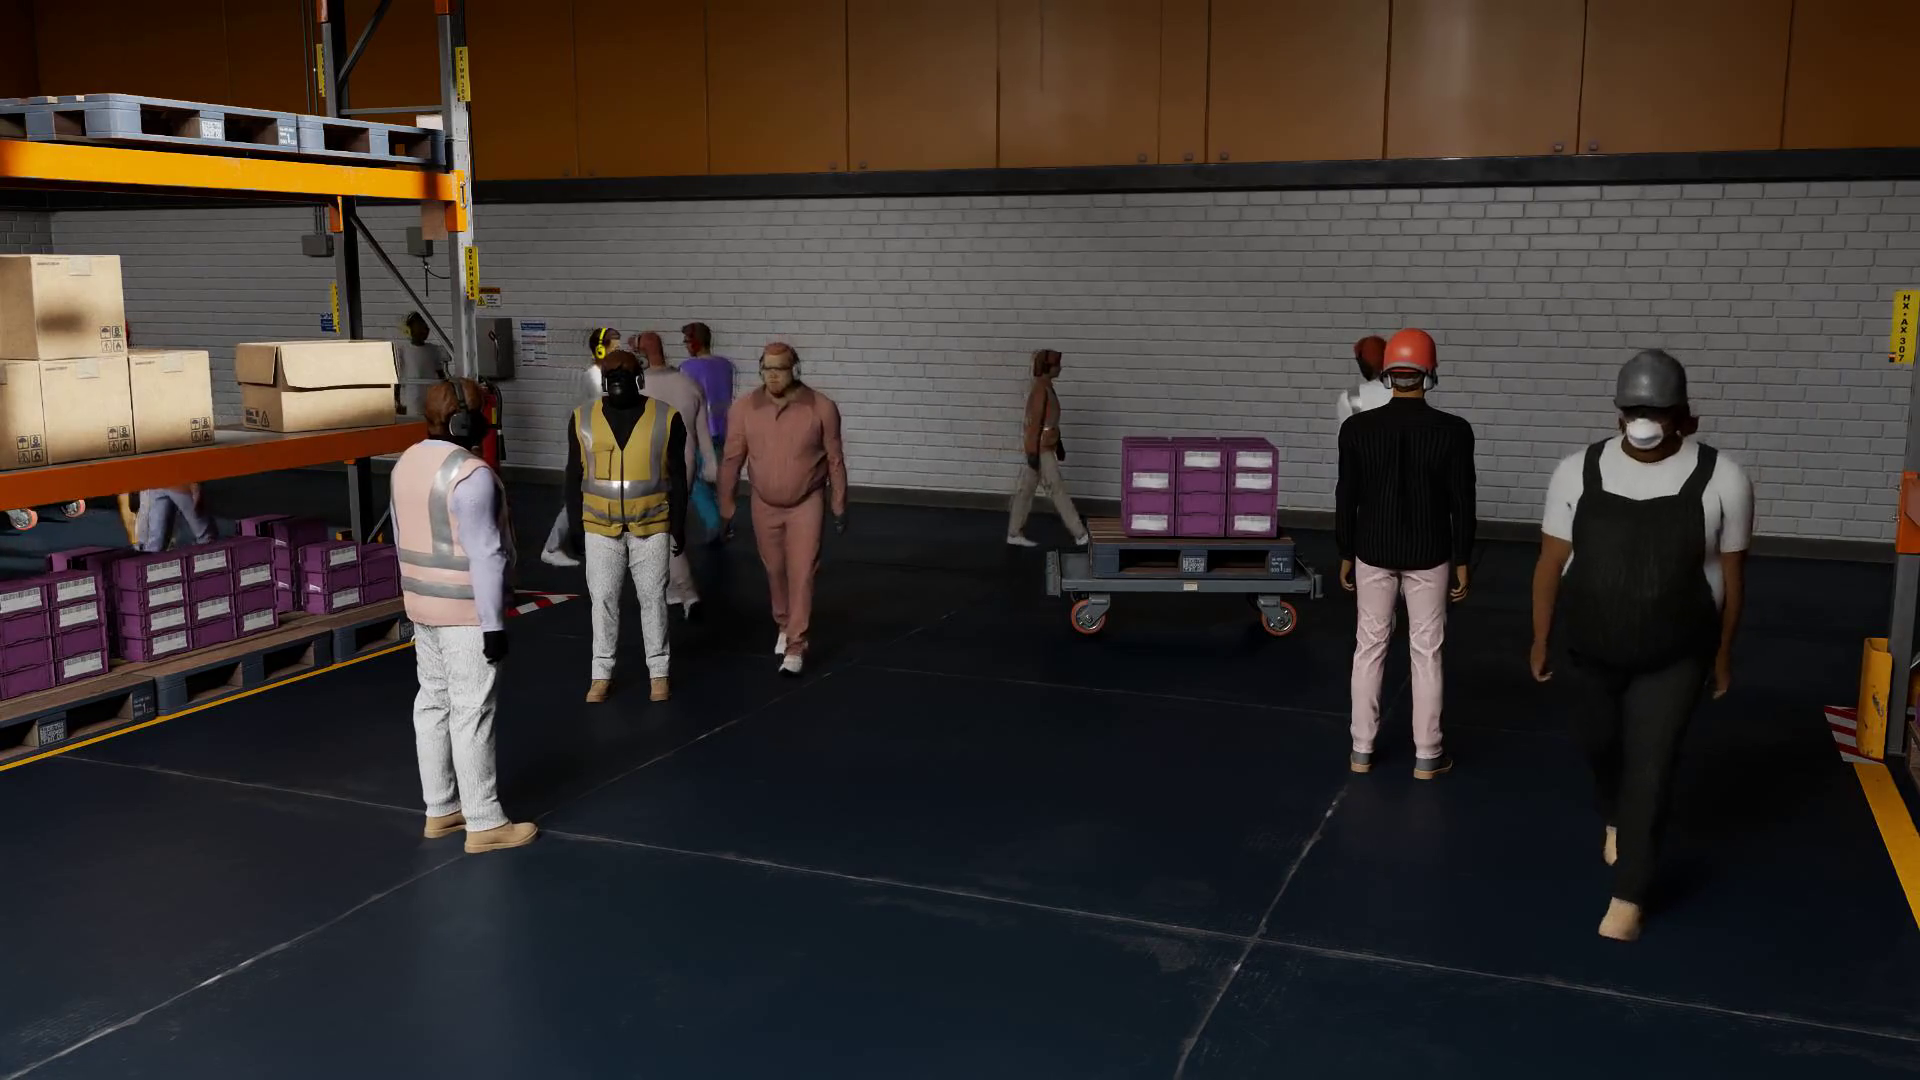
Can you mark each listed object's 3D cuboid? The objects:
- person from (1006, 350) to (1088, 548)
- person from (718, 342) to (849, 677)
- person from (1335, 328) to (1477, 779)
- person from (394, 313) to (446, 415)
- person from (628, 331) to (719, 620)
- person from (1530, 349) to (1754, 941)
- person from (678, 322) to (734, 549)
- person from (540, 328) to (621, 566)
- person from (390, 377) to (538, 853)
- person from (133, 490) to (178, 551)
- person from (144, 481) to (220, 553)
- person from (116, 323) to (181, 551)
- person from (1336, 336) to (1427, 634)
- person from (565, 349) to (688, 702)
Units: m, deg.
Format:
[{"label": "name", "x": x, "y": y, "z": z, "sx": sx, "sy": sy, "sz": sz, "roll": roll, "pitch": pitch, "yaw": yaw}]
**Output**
[{"label": "person", "x": 0.754, "y": -0.716, "z": 13.290, "sx": 0.836, "sy": 1.591, "sz": 0.544, "roll": 1, "pitch": 9, "yaw": 6}, {"label": "person", "x": -1.001, "y": -0.190, "z": 9.399, "sx": 0.674, "sy": 1.848, "sz": 1.012, "roll": 1, "pitch": 9, "yaw": 8}, {"label": "person", "x": 1.969, "y": 0.066, "z": 7.377, "sx": 0.612, "sy": 1.997, "sz": 0.375, "roll": 4, "pitch": 10, "yaw": 25}, {"label": "person", "x": -5.085, "y": -1.258, "z": 15.929, "sx": 0.953, "sy": 1.821, "sz": 0.544, "roll": 7, "pitch": 11, "yaw": 35}, {"label": "person", "x": -1.869, "y": -0.409, "z": 10.747, "sx": 0.701, "sy": 1.871, "sz": 0.888, "roll": -8, "pitch": 12, "yaw": -39}, {"label": "person", "x": 2.408, "y": 0.284, "z": 5.919, "sx": 0.691, "sy": 2.000, "sz": 0.989, "roll": 6, "pitch": 11, "yaw": 33}, {"label": "person", "x": -2.025, "y": -0.822, "z": 13.276, "sx": 0.417, "sy": 1.822, "sz": 0.587, "roll": 7, "pitch": 12, "yaw": 38}, {"label": "person", "x": -2.732, "y": -0.684, "z": 12.520, "sx": 0.979, "sy": 1.819, "sz": 0.499, "roll": 0, "pitch": 9, "yaw": -2}, {"label": "person", "x": -1.948, "y": 0.288, "z": 6.500, "sx": 0.624, "sy": 1.845, "sz": 0.430, "roll": 9, "pitch": 13, "yaw": 43}, {"label": "person", "x": -5.451, "y": -0.384, "z": 11.214, "sx": 0.372, "sy": 1.623, "sz": 0.552, "roll": -8, "pitch": 13, "yaw": -42}, {"label": "person", "x": -4.945, "y": -0.336, "z": 10.635, "sx": 0.538, "sy": 1.712, "sz": 0.917, "roll": 4, "pitch": 10, "yaw": 25}, {"label": "person", "x": -6.207, "y": -0.733, "z": 12.487, "sx": 0.554, "sy": 1.910, "sz": 0.591, "roll": 0, "pitch": 9, "yaw": -2}, {"label": "person", "x": 2.628, "y": -0.344, "z": 10.326, "sx": 0.606, "sy": 1.845, "sz": 0.827, "roll": 2, "pitch": 10, "yaw": 10}, {"label": "person", "x": -1.735, "y": -0.069, "z": 8.661, "sx": 0.633, "sy": 1.843, "sz": 0.429, "roll": -1, "pitch": 9, "yaw": -5}]
